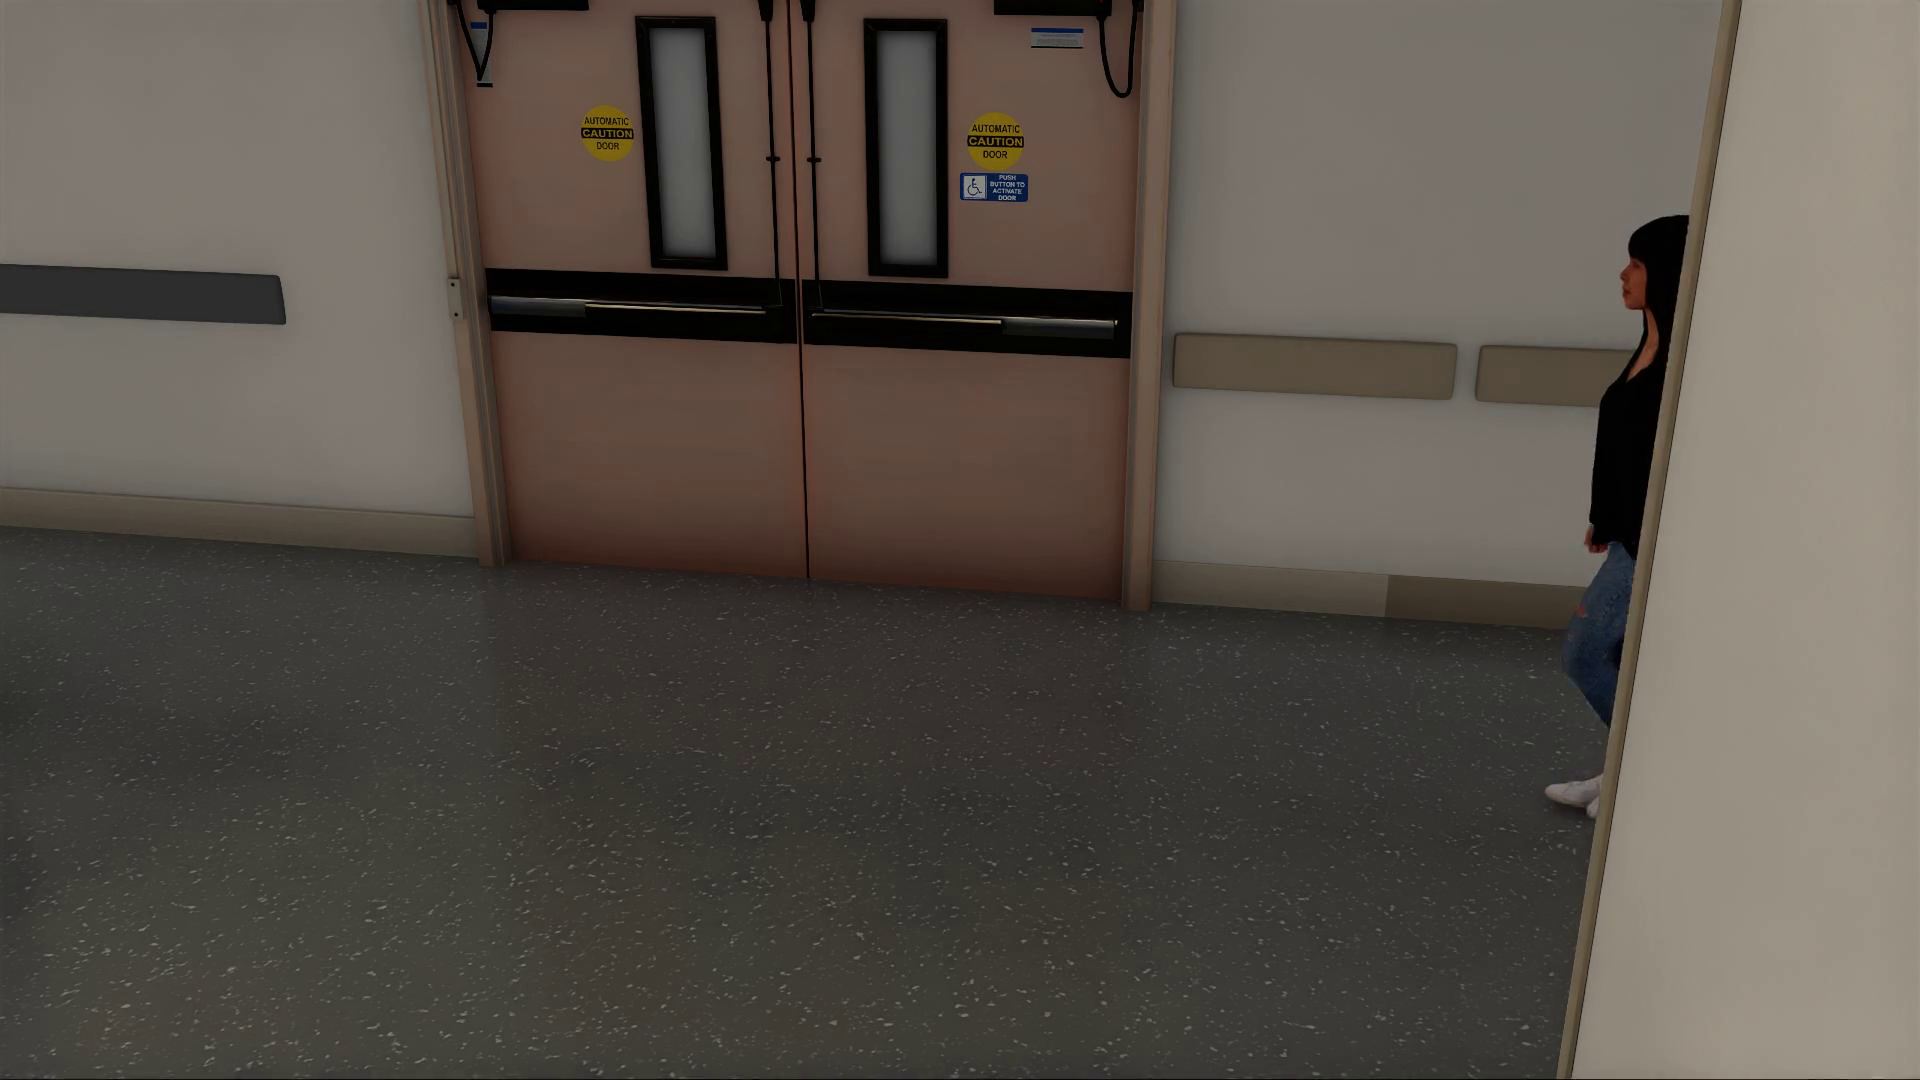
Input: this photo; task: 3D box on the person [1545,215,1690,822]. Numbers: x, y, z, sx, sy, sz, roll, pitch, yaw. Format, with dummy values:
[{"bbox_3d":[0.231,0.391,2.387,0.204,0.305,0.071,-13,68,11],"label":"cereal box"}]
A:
[{"bbox_3d":[1.836,-0.002,4.277,0.585,1.636,0.590,4,21,12],"label":"person"}]
